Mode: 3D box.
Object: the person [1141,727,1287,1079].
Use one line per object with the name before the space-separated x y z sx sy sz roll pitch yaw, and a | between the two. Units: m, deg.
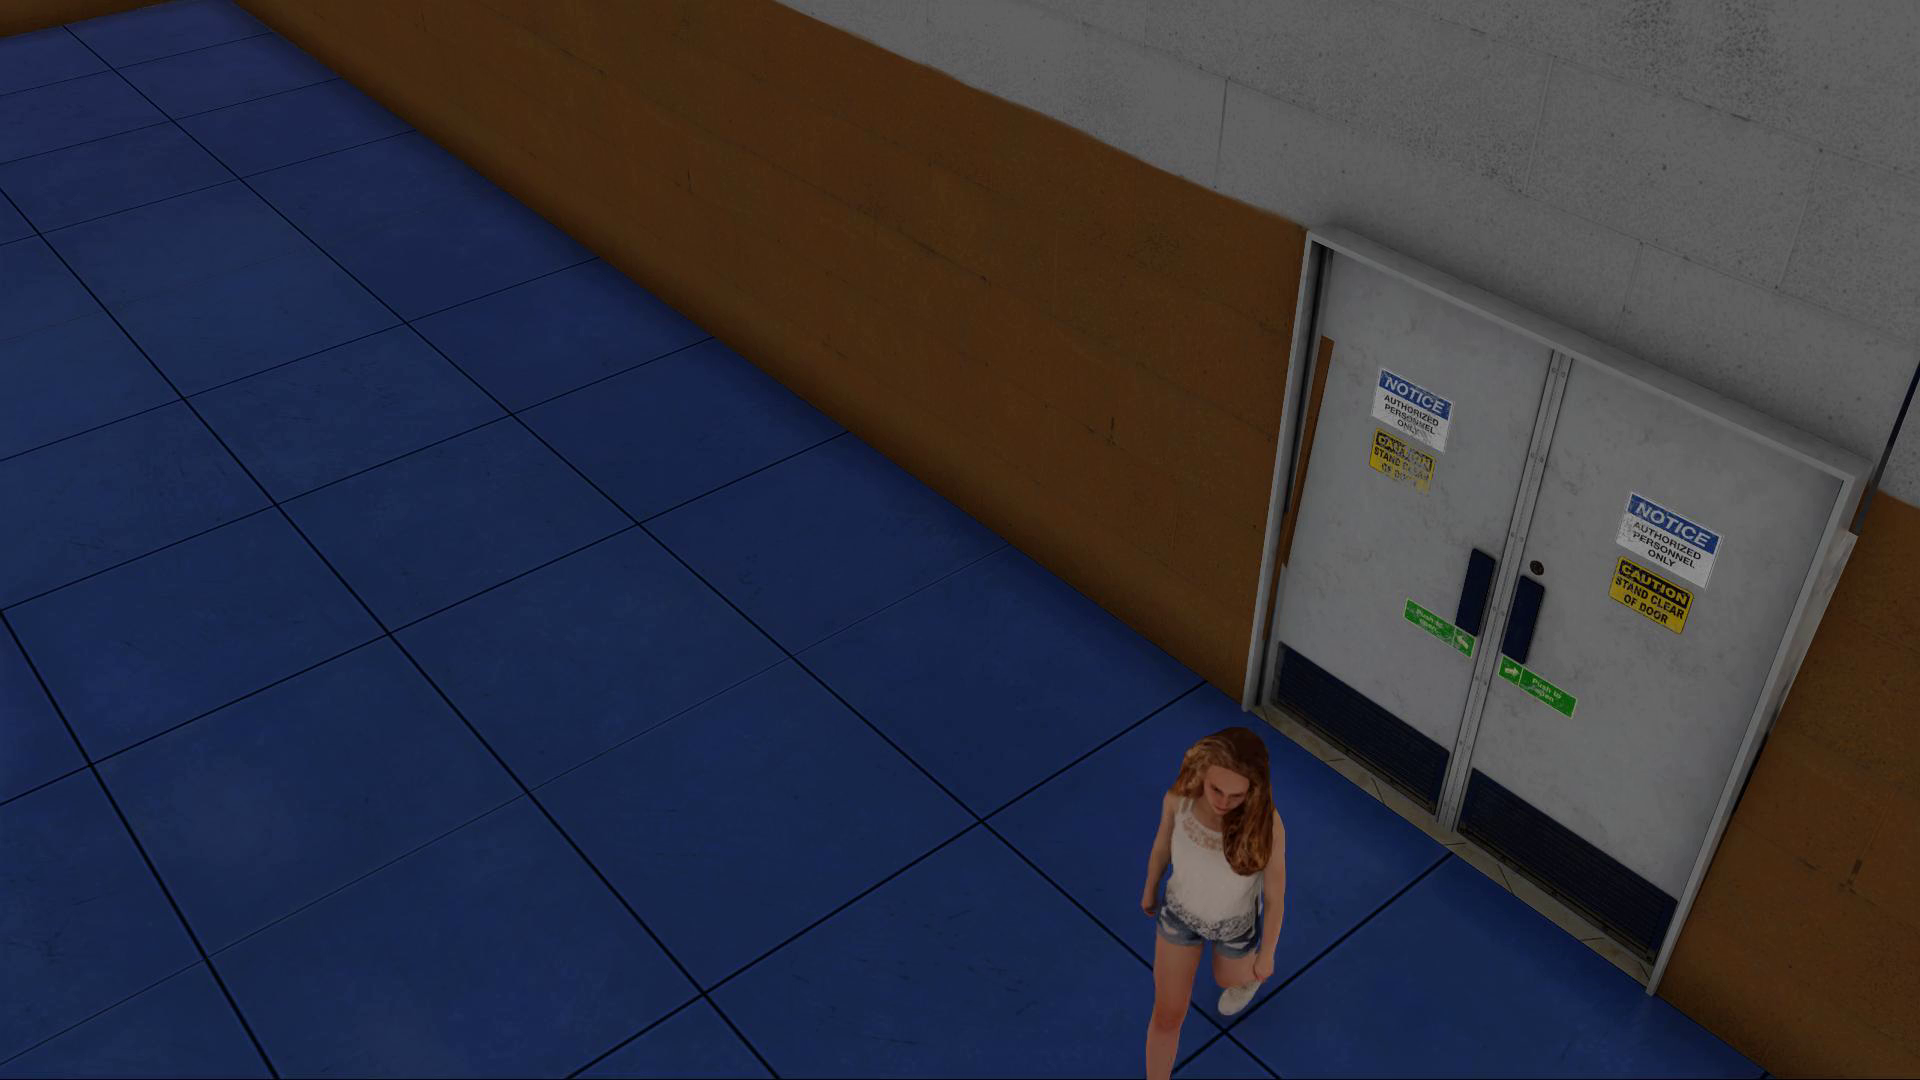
person | 0.844 1.154 5.309 0.940 1.713 1.234 19 41 23
